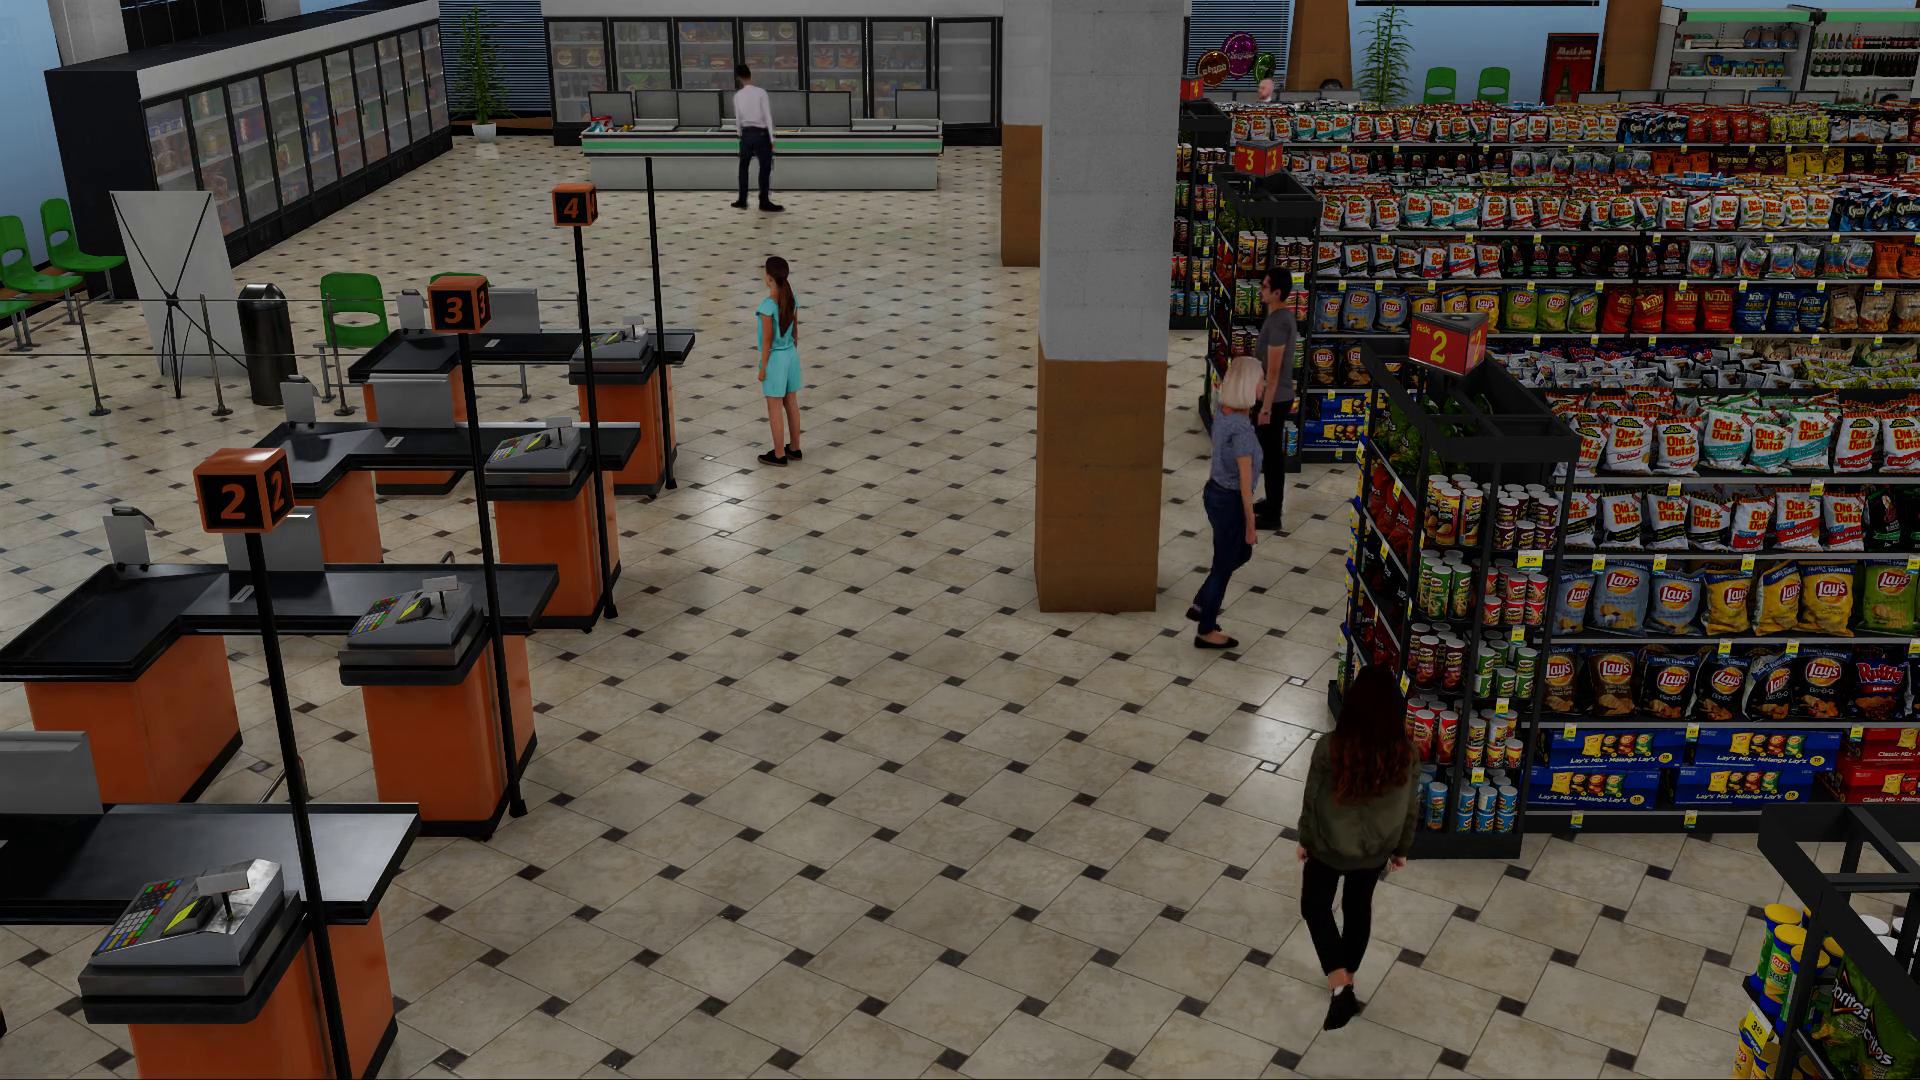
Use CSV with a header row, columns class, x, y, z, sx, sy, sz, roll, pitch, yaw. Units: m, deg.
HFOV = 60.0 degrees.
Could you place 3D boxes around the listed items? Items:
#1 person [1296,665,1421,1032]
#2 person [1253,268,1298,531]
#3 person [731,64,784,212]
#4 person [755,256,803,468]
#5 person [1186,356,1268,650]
class,x,y,z,sx,sy,sz,roll,pitch,yaw
person,1.463,1.171,6.164,0.725,1.462,0.656,-1,22,-2
person,2.082,-0.942,11.033,0.588,1.753,0.647,3,22,8
person,-2.615,-5.176,21.446,0.667,1.847,0.957,14,26,30
person,-1.329,-1.318,12.231,0.695,1.558,0.648,16,27,34
person,1.399,-0.184,9.208,0.604,1.708,0.616,-2,22,-5
